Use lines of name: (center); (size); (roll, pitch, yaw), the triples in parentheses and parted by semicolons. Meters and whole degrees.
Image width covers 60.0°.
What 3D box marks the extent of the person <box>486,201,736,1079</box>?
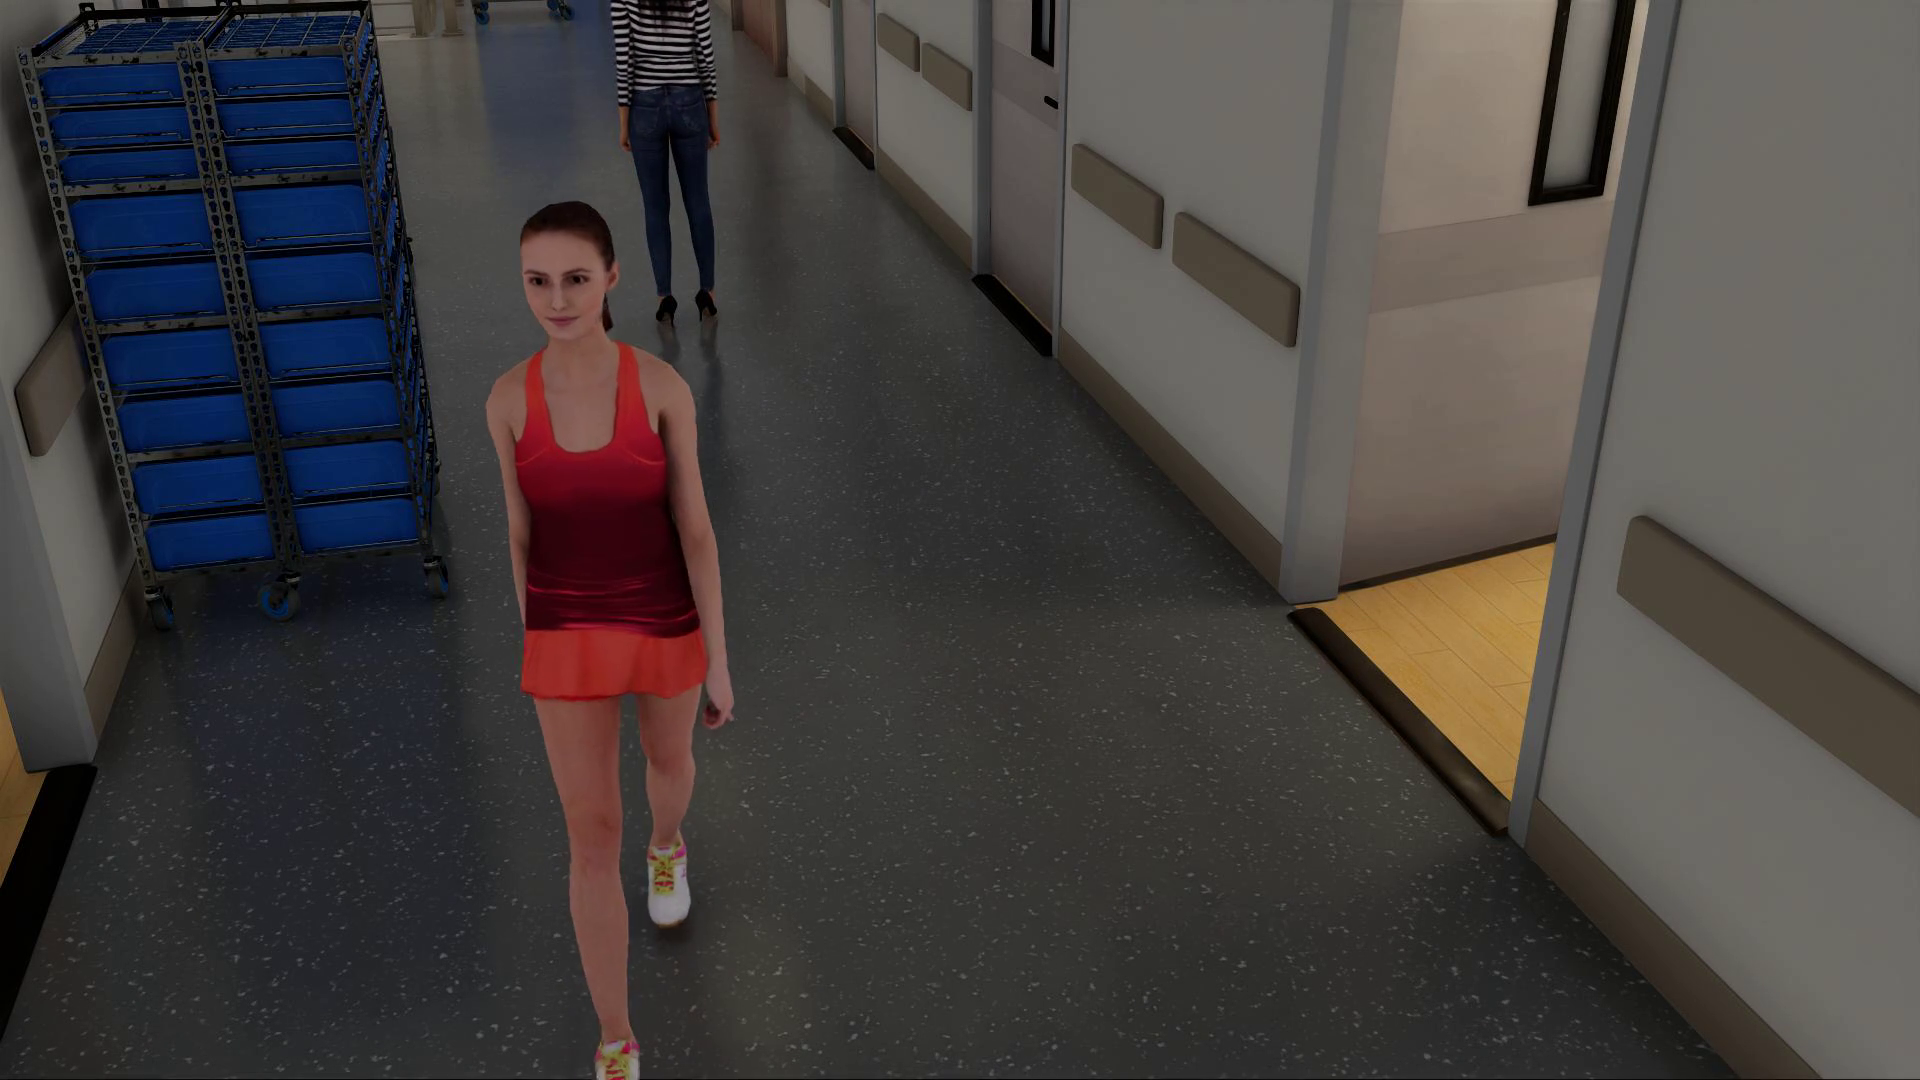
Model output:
person: (-0.665, 0.178, 3.339); (0.651, 1.705, 1.155); (-4, 26, -8)

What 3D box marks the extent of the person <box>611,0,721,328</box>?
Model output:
person: (-1.304, -1.850, 7.423); (0.595, 1.794, 0.502); (-7, 27, -14)
